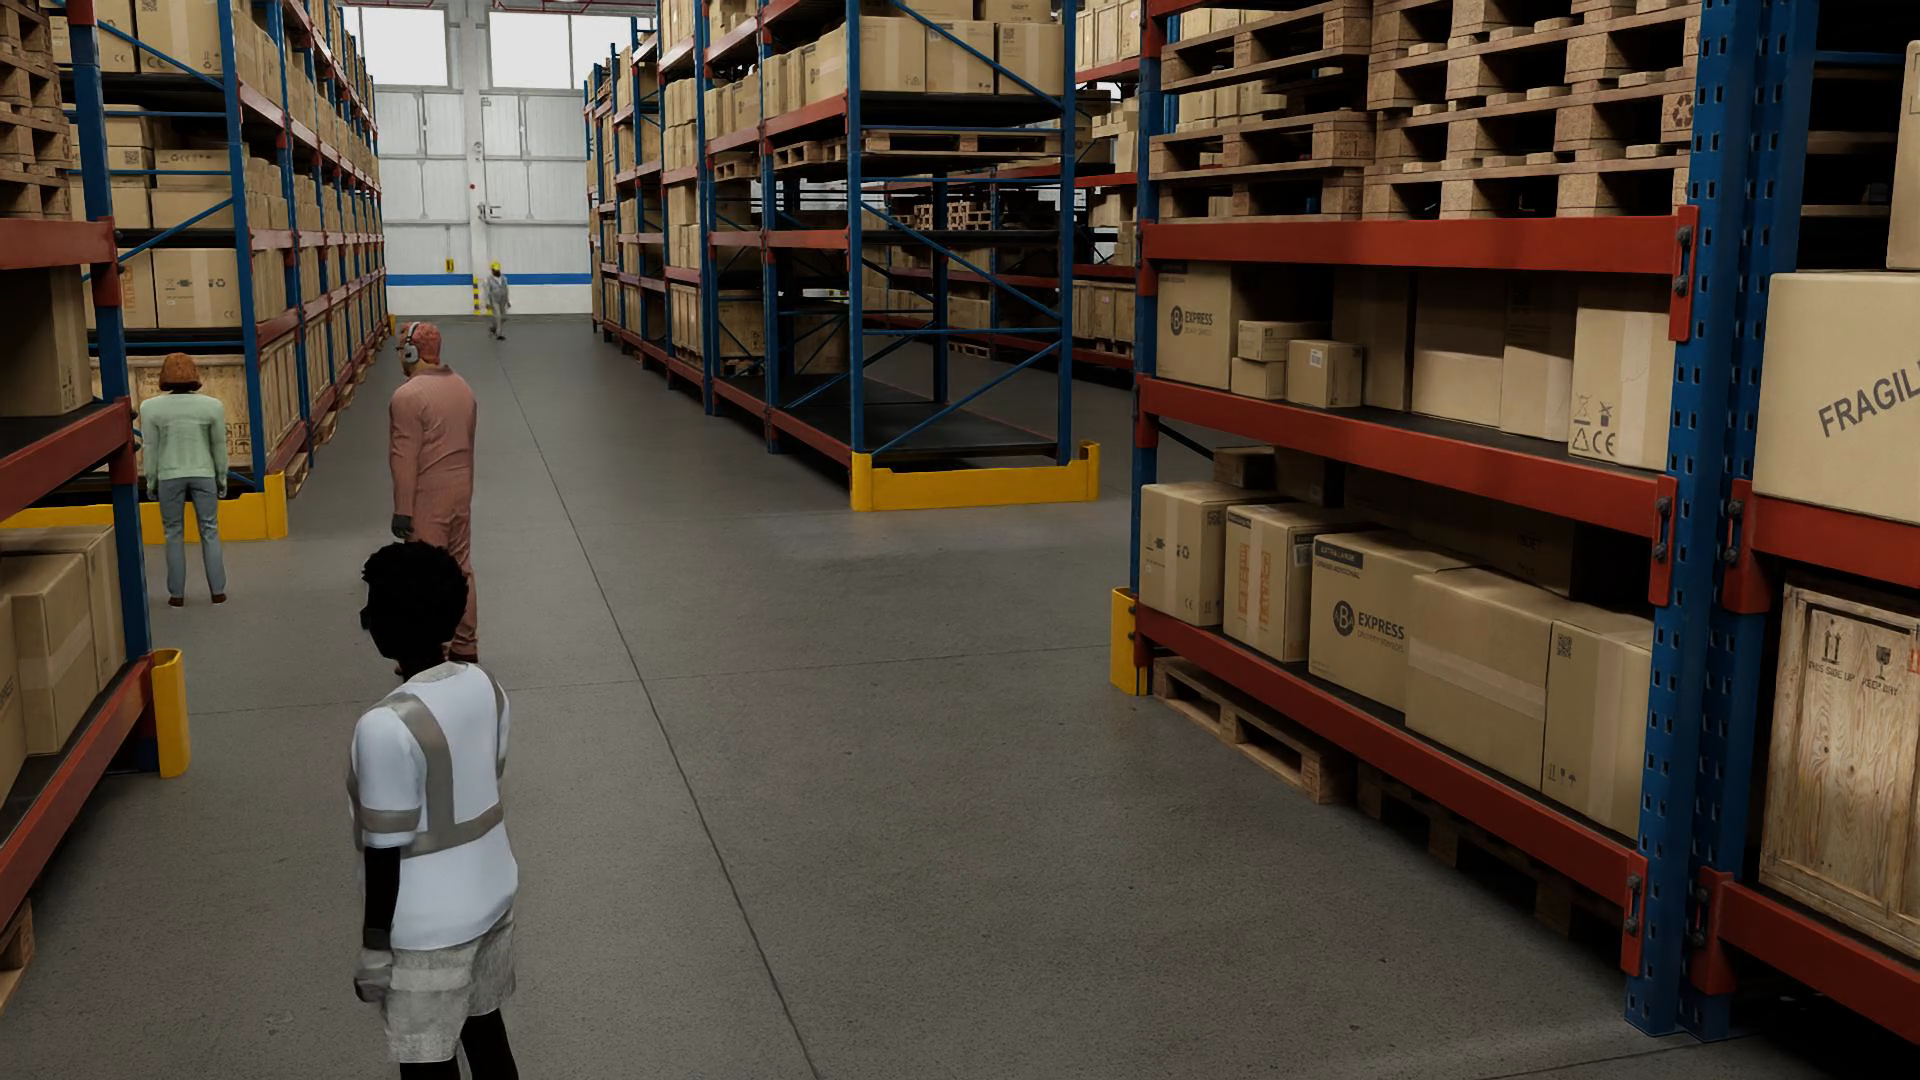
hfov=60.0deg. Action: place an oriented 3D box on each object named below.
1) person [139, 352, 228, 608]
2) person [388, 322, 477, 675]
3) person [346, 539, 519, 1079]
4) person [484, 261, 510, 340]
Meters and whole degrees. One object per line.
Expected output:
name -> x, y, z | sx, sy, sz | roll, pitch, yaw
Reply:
person -> -4.917, -0.377, 10.584 | 0.493, 1.624, 0.280 | -6, 12, -31
person -> -2.860, -0.220, 8.977 | 0.400, 1.901, 0.642 | 3, 11, 14
person -> -1.176, 0.838, 3.752 | 0.319, 1.690, 0.535 | 2, 10, 10
person -> -10.578, -5.470, 37.981 | 0.511, 1.810, 0.603 | 8, 13, 39
